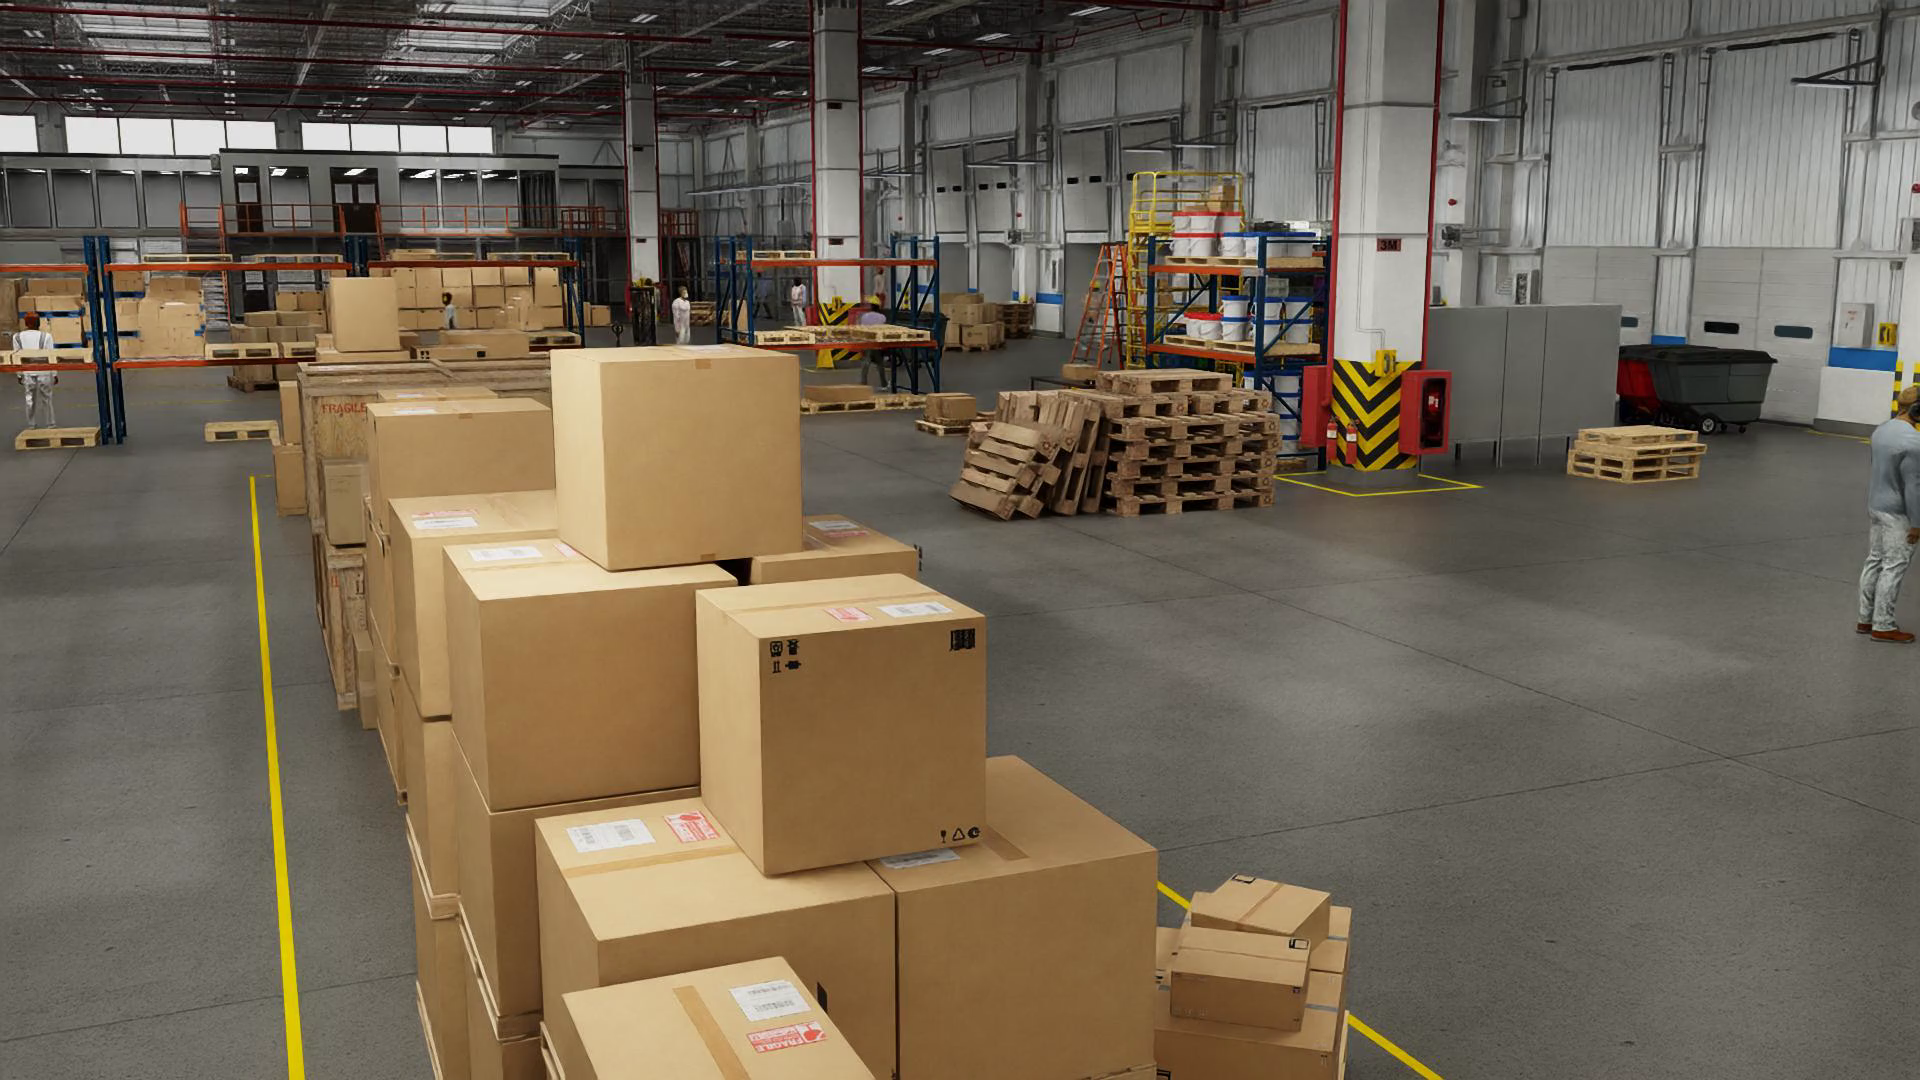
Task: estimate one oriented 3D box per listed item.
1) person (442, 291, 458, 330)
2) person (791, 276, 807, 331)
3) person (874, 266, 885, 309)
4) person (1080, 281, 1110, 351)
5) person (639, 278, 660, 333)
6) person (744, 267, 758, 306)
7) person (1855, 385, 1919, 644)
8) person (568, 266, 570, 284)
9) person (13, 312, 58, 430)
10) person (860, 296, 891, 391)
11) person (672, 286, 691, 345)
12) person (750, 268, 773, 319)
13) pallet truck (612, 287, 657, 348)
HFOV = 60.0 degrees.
[{"bbox_3d":[-11.155,-4.507,36.388,0.375,1.859,0.621,-2,11,-13],"label":"person"},{"bbox_3d":[-4.968,-7.183,51.162,0.628,1.839,0.430,10,14,43],"label":"person"},{"bbox_3d":[-2.982,-9.258,62.166,0.389,1.993,0.630,5,11,26],"label":"person"},{"bbox_3d":[3.589,-5.989,44.483,0.594,1.870,1.048,-7,12,-34],"label":"person"},{"bbox_3d":[-9.345,-6.951,49.969,0.653,1.799,0.926,-3,11,-17],"label":"person"},{"bbox_3d":[-9.236,-11.302,73.551,0.613,1.943,0.405,3,11,18],"label":"person"},{"bbox_3d":[6.959,-0.190,12.369,0.372,1.930,0.636,0,10,2],"label":"person"},{"bbox_3d":[-16.821,-10.967,71.880,0.348,1.881,0.584,-8,13,-36],"label":"person"},{"bbox_3d":[-14.128,-2.544,25.457,0.584,1.881,0.339,-2,10,-10],"label":"person"},{"bbox_3d":[-1.692,-3.818,32.506,0.604,1.877,0.984,5,11,26],"label":"person"},{"bbox_3d":[-6.211,-4.709,37.236,0.352,1.937,0.635,3,11,17],"label":"person"},{"bbox_3d":[-7.403,-9.166,61.958,0.977,1.890,0.558,2,11,14],"label":"person"},{"bbox_3d":[-6.464,-4.406,35.401,0.823,1.965,1.885,6,12,32],"label":"pallet truck"}]
